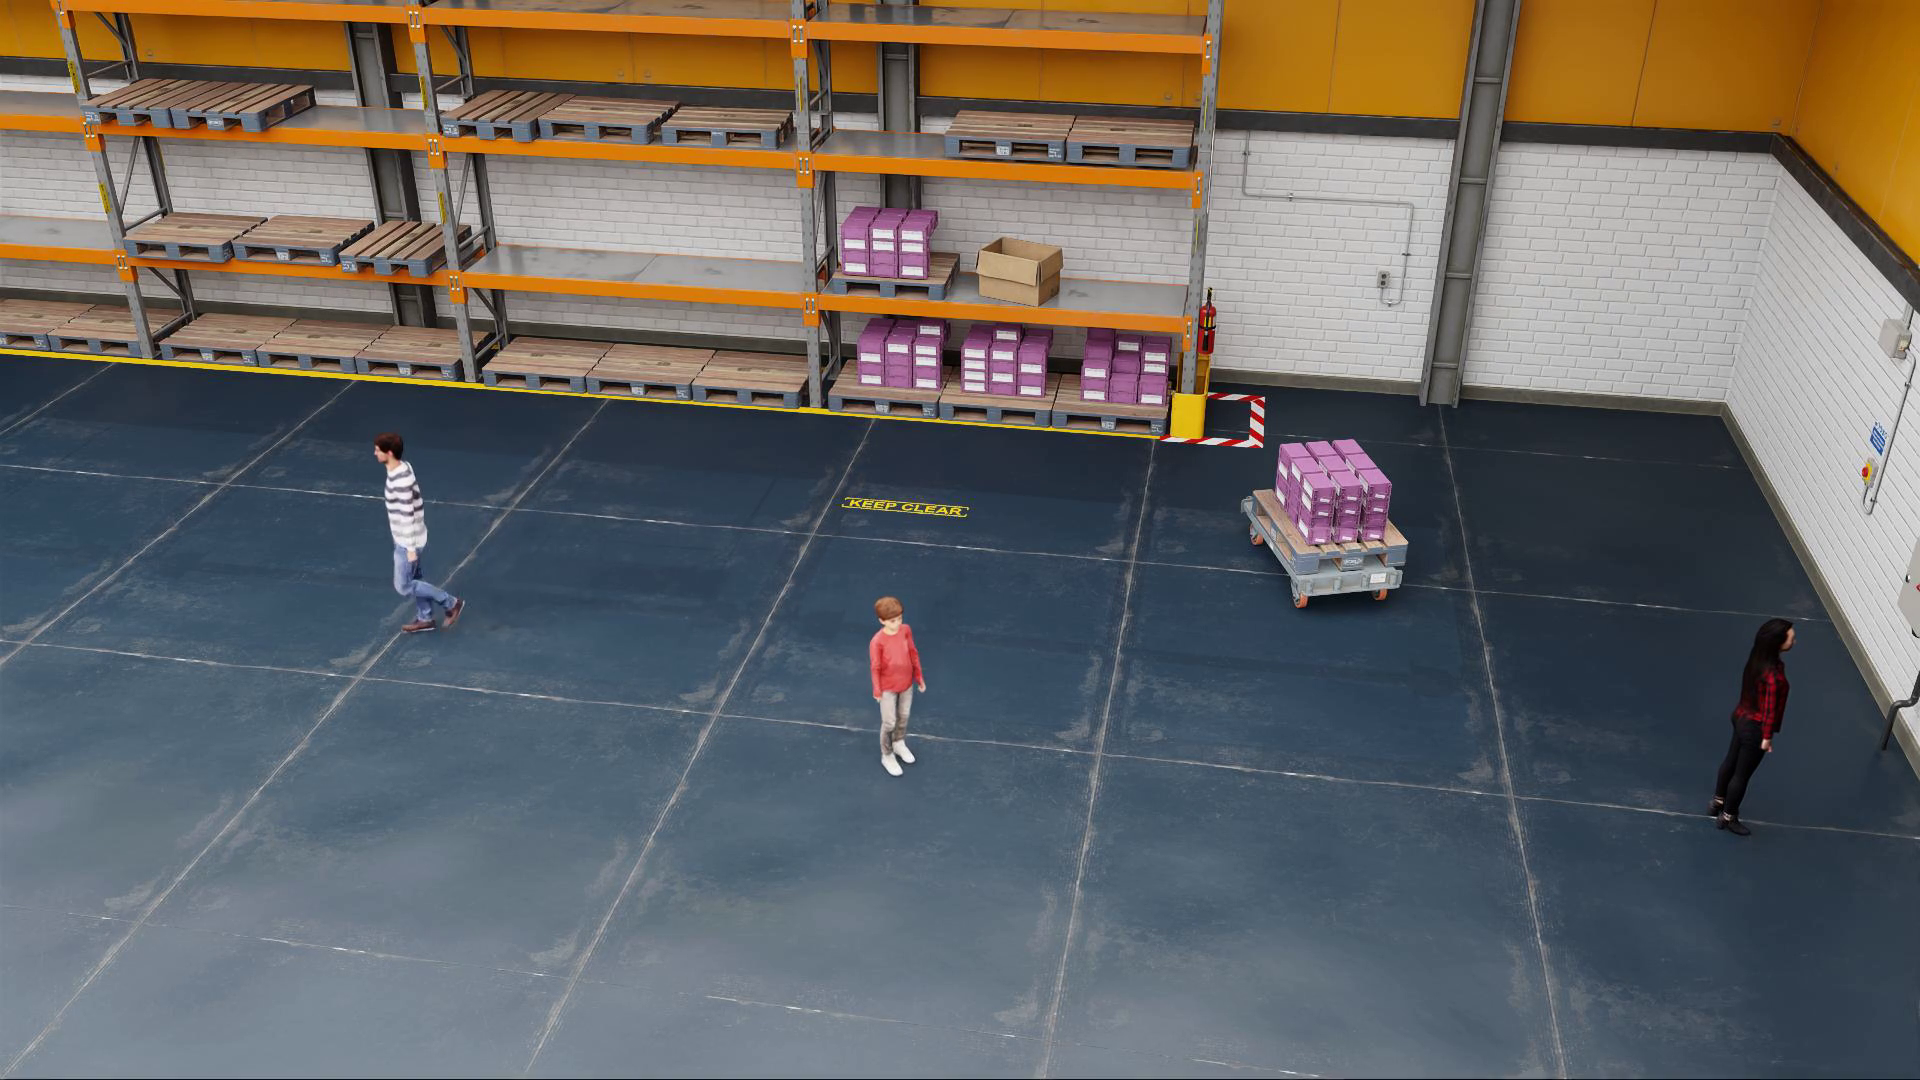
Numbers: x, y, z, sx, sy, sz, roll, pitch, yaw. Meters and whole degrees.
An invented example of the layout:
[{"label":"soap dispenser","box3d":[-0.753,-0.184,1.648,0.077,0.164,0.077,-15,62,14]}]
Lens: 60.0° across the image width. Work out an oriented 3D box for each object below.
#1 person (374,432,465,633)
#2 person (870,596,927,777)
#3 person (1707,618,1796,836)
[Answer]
[{"label":"person","box3d":[-4.417,-0.040,13.626,0.924,1.840,0.853,-11,30,-19]},{"label":"person","box3d":[-0.485,1.013,12.143,0.631,1.413,0.683,-22,35,-34]},{"label":"person","box3d":[5.433,1.266,11.423,0.520,1.658,0.595,3,29,5]}]
